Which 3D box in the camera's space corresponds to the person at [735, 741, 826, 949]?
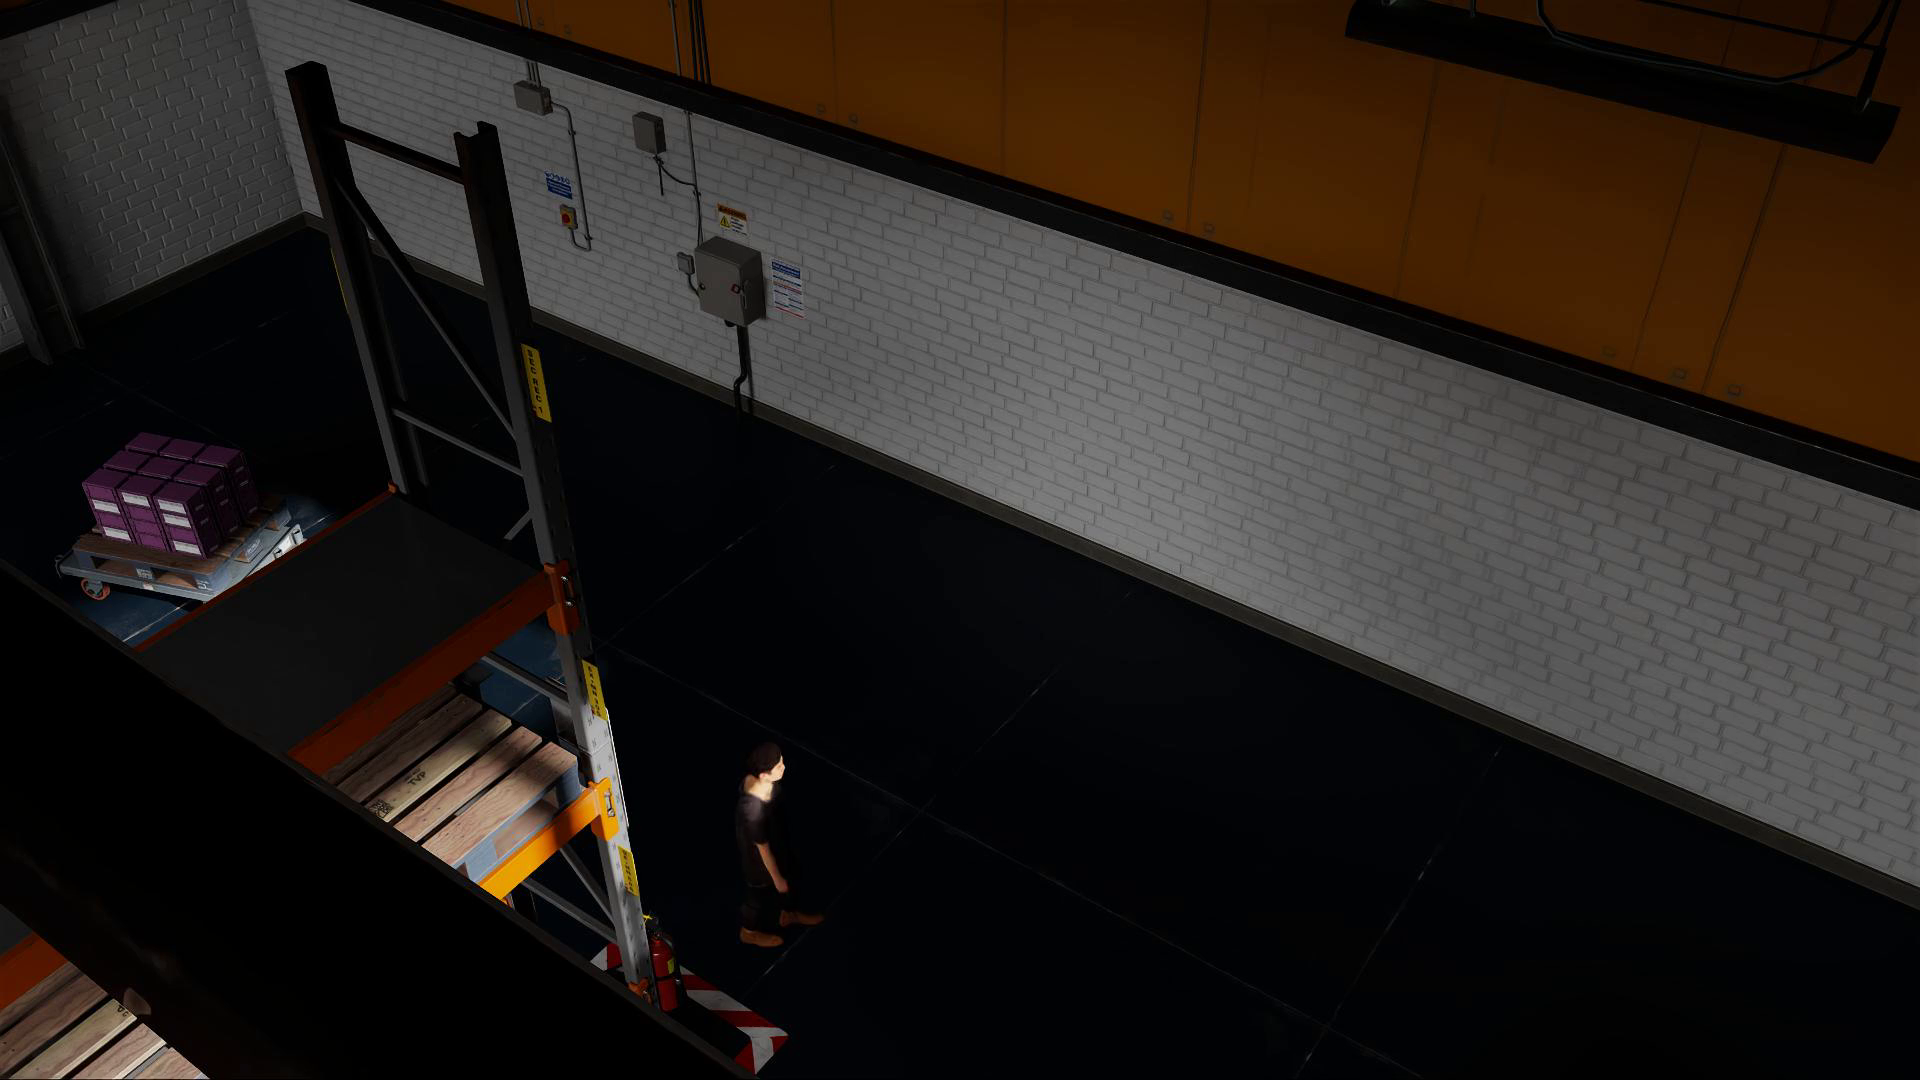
[{"bbox_3d":[-1.244,1.837,9.893,0.856,1.697,0.814,4,39,5],"label":"person"}]
